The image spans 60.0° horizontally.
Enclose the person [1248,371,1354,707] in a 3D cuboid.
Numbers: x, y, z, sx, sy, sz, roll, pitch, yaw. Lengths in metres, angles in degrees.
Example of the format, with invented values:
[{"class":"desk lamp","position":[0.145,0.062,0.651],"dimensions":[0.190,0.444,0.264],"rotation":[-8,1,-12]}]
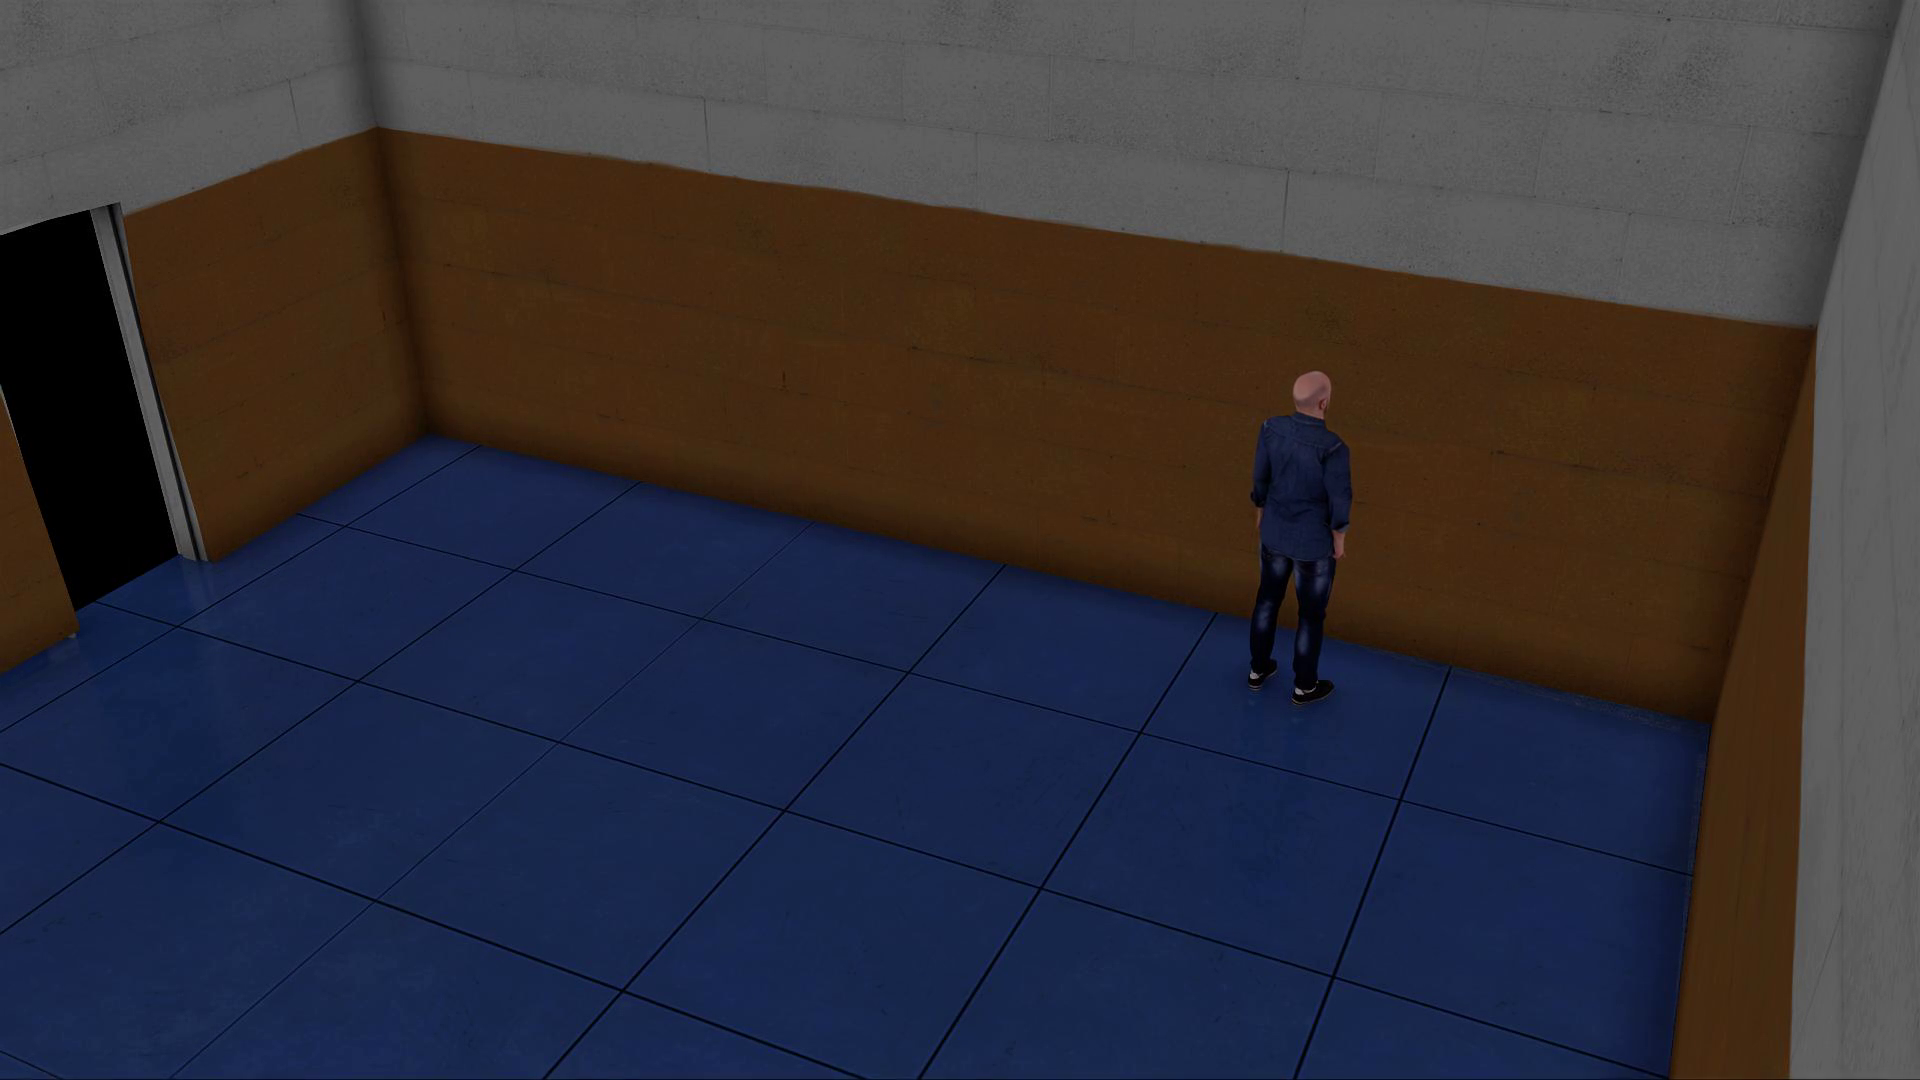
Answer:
[{"class":"person","position":[1.731,-0.007,8.489],"dimensions":[0.636,1.826,0.836],"rotation":[23,36,35]}]
